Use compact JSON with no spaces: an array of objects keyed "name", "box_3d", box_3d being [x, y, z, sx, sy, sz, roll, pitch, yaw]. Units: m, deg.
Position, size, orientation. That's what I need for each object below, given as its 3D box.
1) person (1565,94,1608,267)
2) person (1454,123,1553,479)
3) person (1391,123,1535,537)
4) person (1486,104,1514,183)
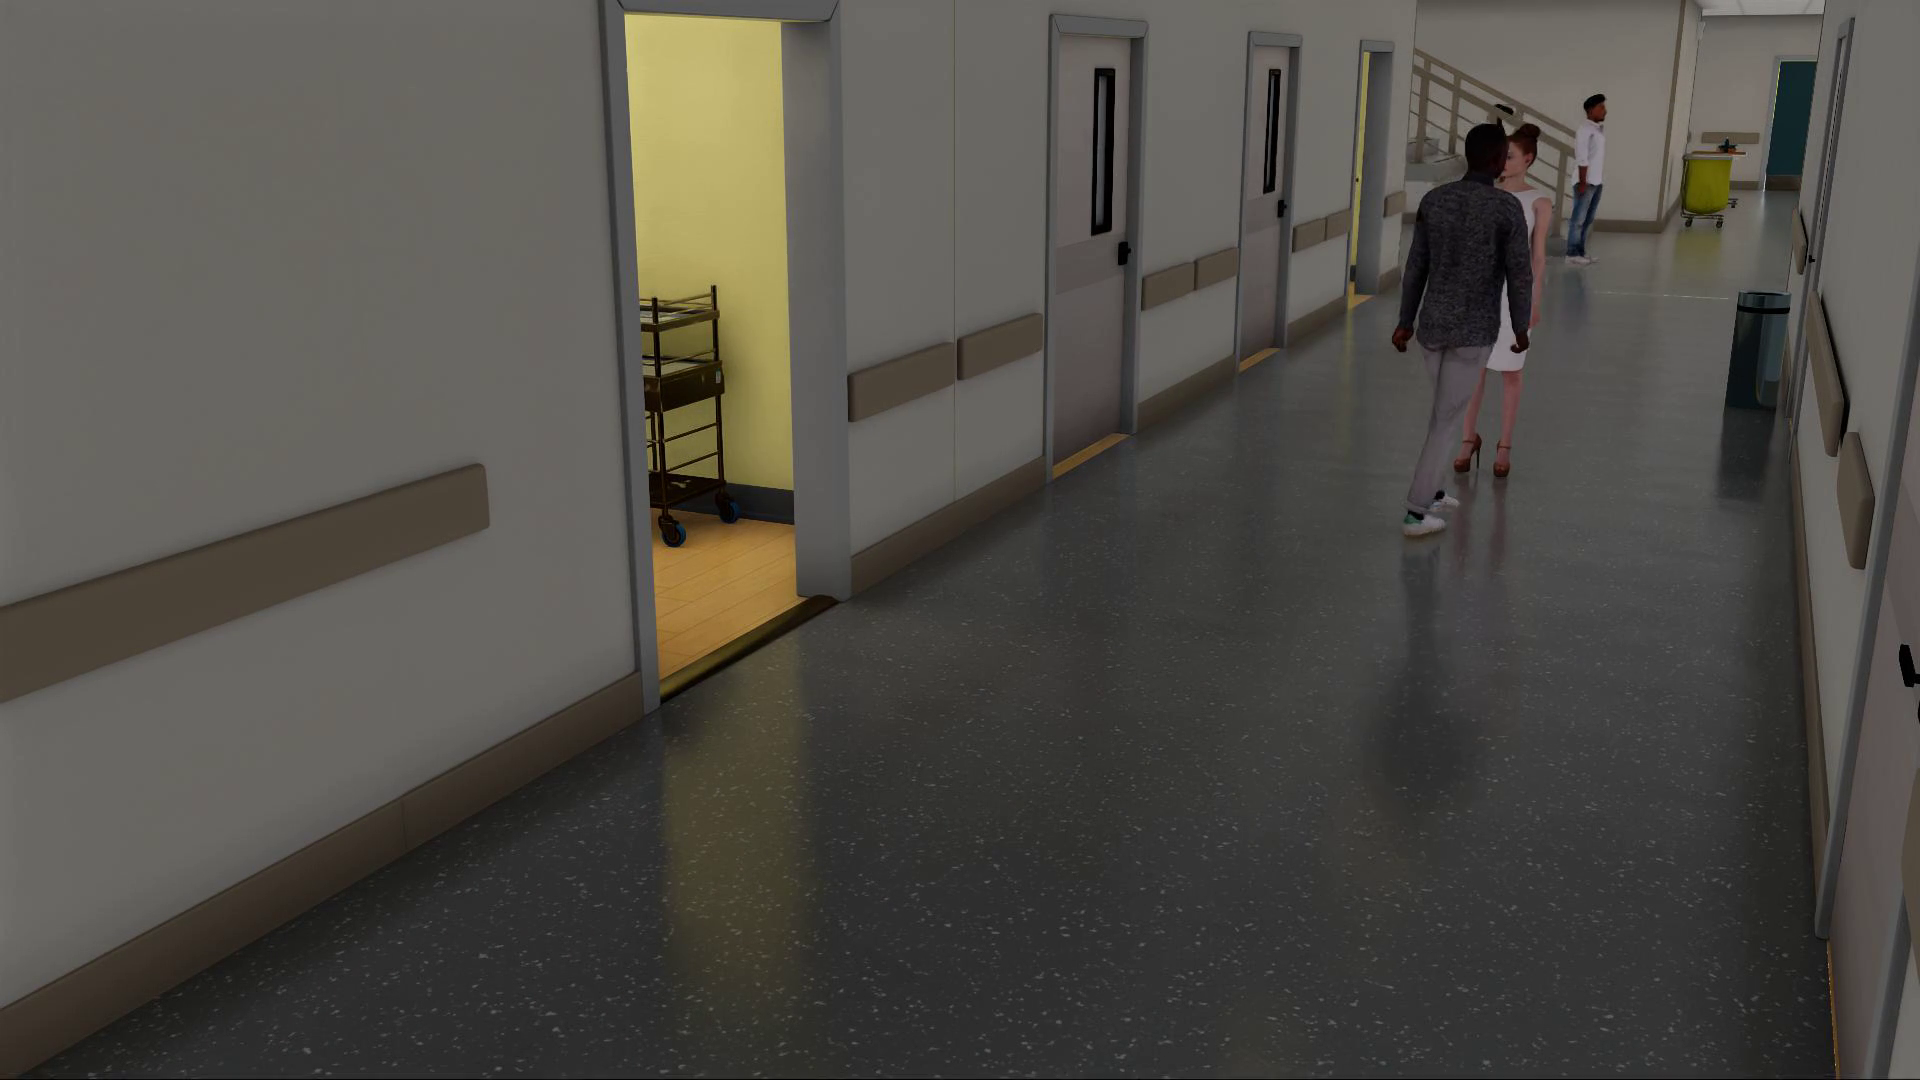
[{"name":"person","box_3d":[6.838,-3.933,18.132,0.645,1.814,0.692,12,20,37]},{"name":"person","box_3d":[2.775,-1.210,8.510,0.485,1.794,0.666,11,19,35]},{"name":"person","box_3d":[2.140,-0.896,7.365,0.943,1.812,0.898,-14,21,-40]},{"name":"person","box_3d":[7.086,-4.868,21.865,1.035,1.587,0.616,6,17,21]}]
